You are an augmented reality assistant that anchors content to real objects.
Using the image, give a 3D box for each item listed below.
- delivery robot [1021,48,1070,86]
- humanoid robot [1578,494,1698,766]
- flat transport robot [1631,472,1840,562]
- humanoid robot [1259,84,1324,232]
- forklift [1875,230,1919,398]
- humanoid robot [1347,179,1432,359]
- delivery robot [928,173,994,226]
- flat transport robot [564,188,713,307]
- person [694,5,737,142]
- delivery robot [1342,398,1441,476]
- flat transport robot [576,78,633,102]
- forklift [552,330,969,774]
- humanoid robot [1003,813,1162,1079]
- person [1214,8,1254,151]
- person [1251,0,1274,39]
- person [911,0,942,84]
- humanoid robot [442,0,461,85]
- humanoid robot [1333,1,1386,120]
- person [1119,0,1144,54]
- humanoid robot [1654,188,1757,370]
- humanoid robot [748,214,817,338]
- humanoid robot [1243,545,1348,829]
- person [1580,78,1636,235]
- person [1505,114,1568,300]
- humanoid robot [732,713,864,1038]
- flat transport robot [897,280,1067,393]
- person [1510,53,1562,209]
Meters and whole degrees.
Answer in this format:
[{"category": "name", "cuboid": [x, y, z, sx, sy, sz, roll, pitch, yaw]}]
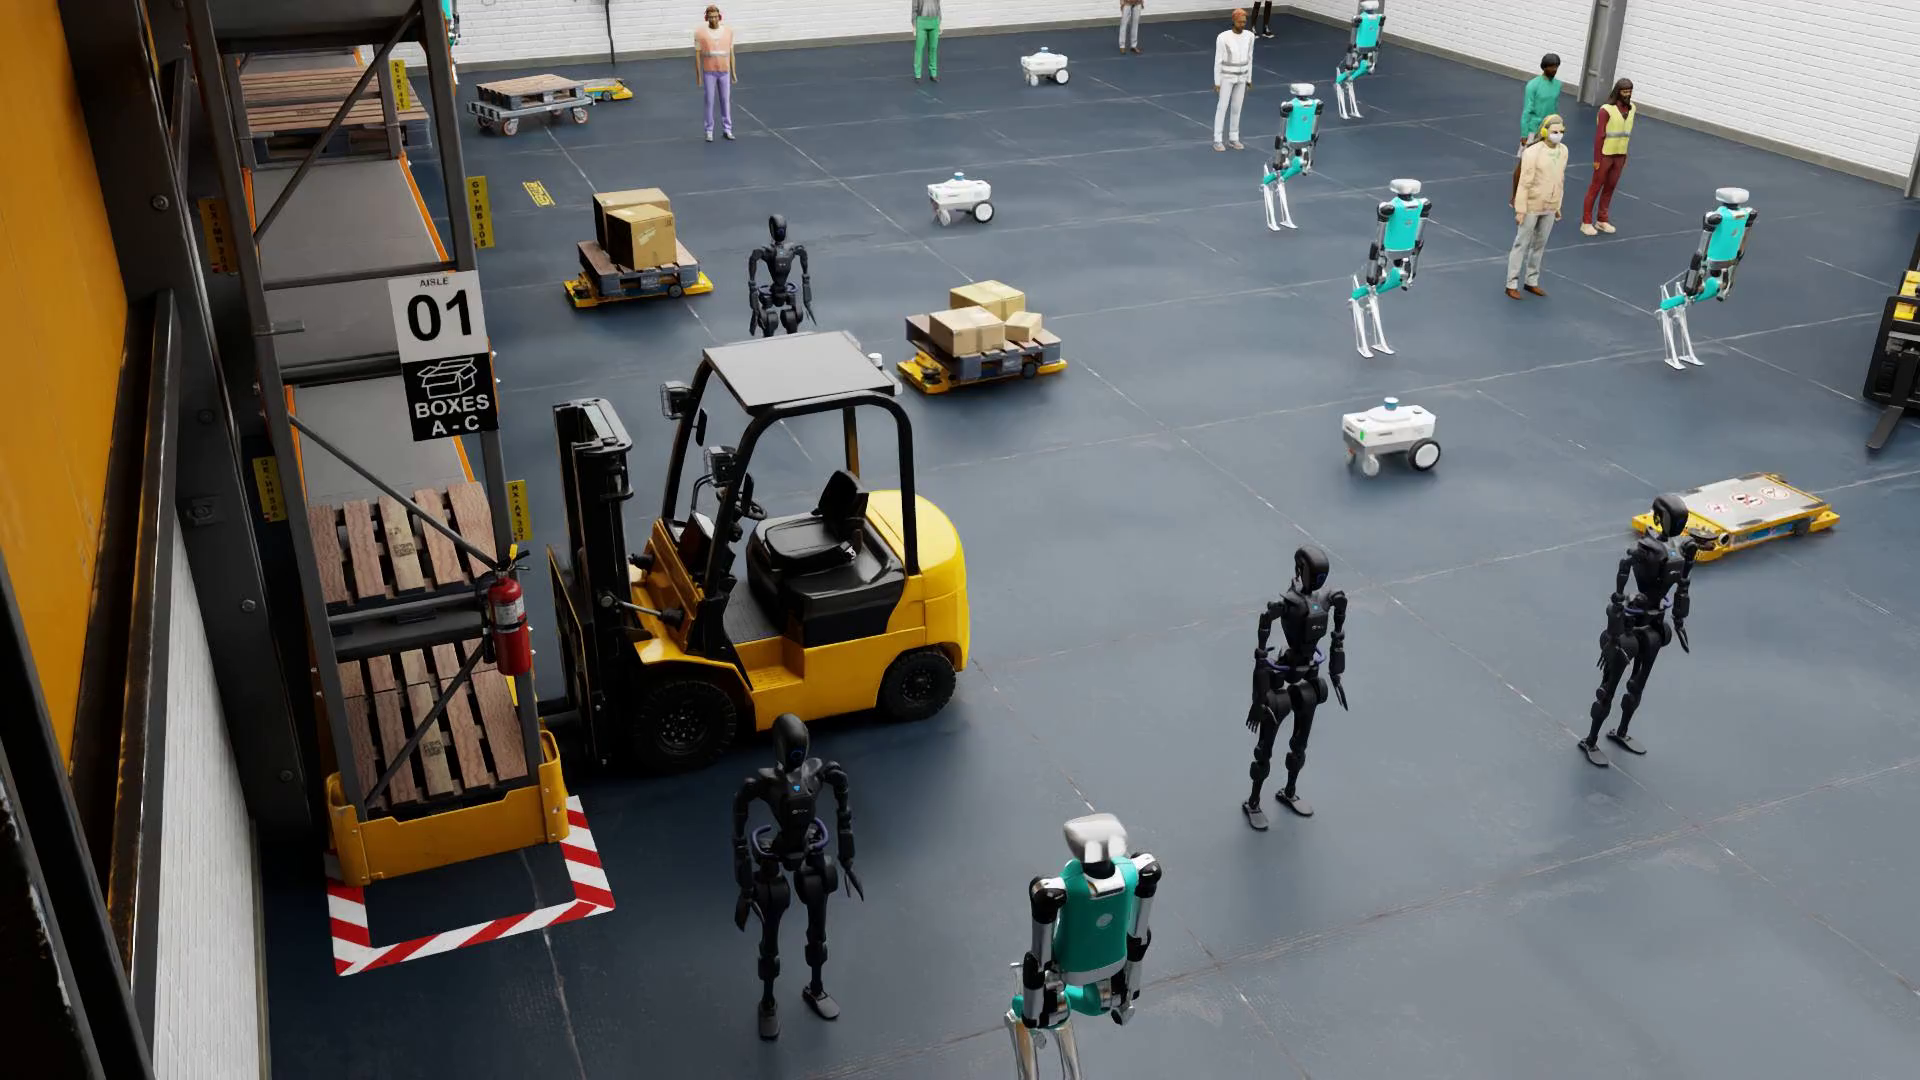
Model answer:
[{"category": "delivery robot", "cuboid": [1.396, -7.635, 26.876, 0.785, 0.614, 0.519, -8, 28, -16]}, {"category": "humanoid robot", "cuboid": [3.868, 0.498, 9.413, 0.599, 1.657, 0.315, -10, 28, -20]}, {"category": "flat transport robot", "cuboid": [5.769, -0.182, 12.349, 1.431, 0.231, 0.659, -12, 29, -23]}, {"category": "humanoid robot", "cuboid": [3.701, -4.388, 18.936, 0.533, 1.673, 0.735, -10, 28, -20]}, {"category": "forklift", "cuboid": [9.029, -2.397, 14.618, 1.214, 2.155, 2.313, 18, 32, 32]}, {"category": "humanoid robot", "cuboid": [3.850, -2.525, 15.231, 0.533, 1.673, 0.735, -10, 28, -20]}, {"category": "delivery robot", "cuboid": [0.027, -4.042, 19.730, 0.785, 0.614, 0.519, -8, 28, -16]}, {"category": "flat transport robot", "cuboid": [-3.354, -2.684, 17.326, 1.431, 0.231, 0.659, -10, 28, -20]}, {"category": "person", "cuboid": [-3.401, -6.506, 23.174, 0.568, 1.842, 0.372, -10, 28, -20]}, {"category": "delivery robot", "cuboid": [3.470, -0.841, 13.364, 0.785, 0.614, 0.519, -8, 28, -16]}, {"category": "flat transport robot", "cuboid": [-5.871, -6.965, 25.841, 1.431, 0.231, 0.659, -10, 28, -20]}, {"category": "forklift", "cuboid": [-1.094, 0.010, 9.831, 2.313, 2.155, 1.214, -10, 28, -20]}, {"category": "humanoid robot", "cuboid": [0.419, 1.723, 6.777, 0.533, 1.677, 0.735, -10, 28, -20]}, {"category": "person", "cuboid": [3.723, -6.266, 22.652, 0.582, 1.883, 0.338, -10, 28, -20]}, {"category": "person", "cuboid": [5.582, -10.170, 30.329, 0.611, 1.963, 0.362, -10, 28, -20]}, {"category": "person", "cuboid": [-0.532, -8.294, 26.735, 0.523, 1.840, 0.325, -10, 28, -20]}, {"category": "humanoid robot", "cuboid": [-8.148, -8.025, 26.166, 0.533, 1.677, 0.735, -10, 28, -20]}, {"category": "humanoid robot", "cuboid": [5.707, -6.968, 24.064, 0.533, 1.677, 0.735, -10, 28, -20]}, {"category": "person", "cuboid": [2.995, -9.355, 29.052, 0.470, 1.650, 0.310, -10, 28, -20]}, {"category": "humanoid robot", "cuboid": [6.616, -2.390, 14.963, 0.533, 1.673, 0.735, -10, 28, -20]}, {"category": "humanoid robot", "cuboid": [-1.548, -2.011, 14.406, 0.599, 1.655, 0.315, -10, 28, -20]}, {"category": "humanoid robot", "cuboid": [1.793, 0.772, 8.871, 0.599, 1.655, 0.315, -10, 28, -20]}, {"category": "person", "cuboid": [7.440, -4.397, 19.063, 0.476, 1.767, 0.360, -10, 28, -20]}, {"category": "person", "cuboid": [5.892, -3.404, 16.972, 0.565, 1.875, 0.391, -10, 28, -20]}, {"category": "humanoid robot", "cuboid": [-0.733, 1.487, 7.448, 0.599, 1.655, 0.315, -10, 28, -20]}, {"category": "flat transport robot", "cuboid": [0.200, -1.638, 15.246, 1.431, 0.231, 0.659, -12, 29, -23]}, {"category": "person", "cuboid": [6.940, -4.921, 20.017, 0.505, 1.847, 0.378, -10, 28, -20]}]
